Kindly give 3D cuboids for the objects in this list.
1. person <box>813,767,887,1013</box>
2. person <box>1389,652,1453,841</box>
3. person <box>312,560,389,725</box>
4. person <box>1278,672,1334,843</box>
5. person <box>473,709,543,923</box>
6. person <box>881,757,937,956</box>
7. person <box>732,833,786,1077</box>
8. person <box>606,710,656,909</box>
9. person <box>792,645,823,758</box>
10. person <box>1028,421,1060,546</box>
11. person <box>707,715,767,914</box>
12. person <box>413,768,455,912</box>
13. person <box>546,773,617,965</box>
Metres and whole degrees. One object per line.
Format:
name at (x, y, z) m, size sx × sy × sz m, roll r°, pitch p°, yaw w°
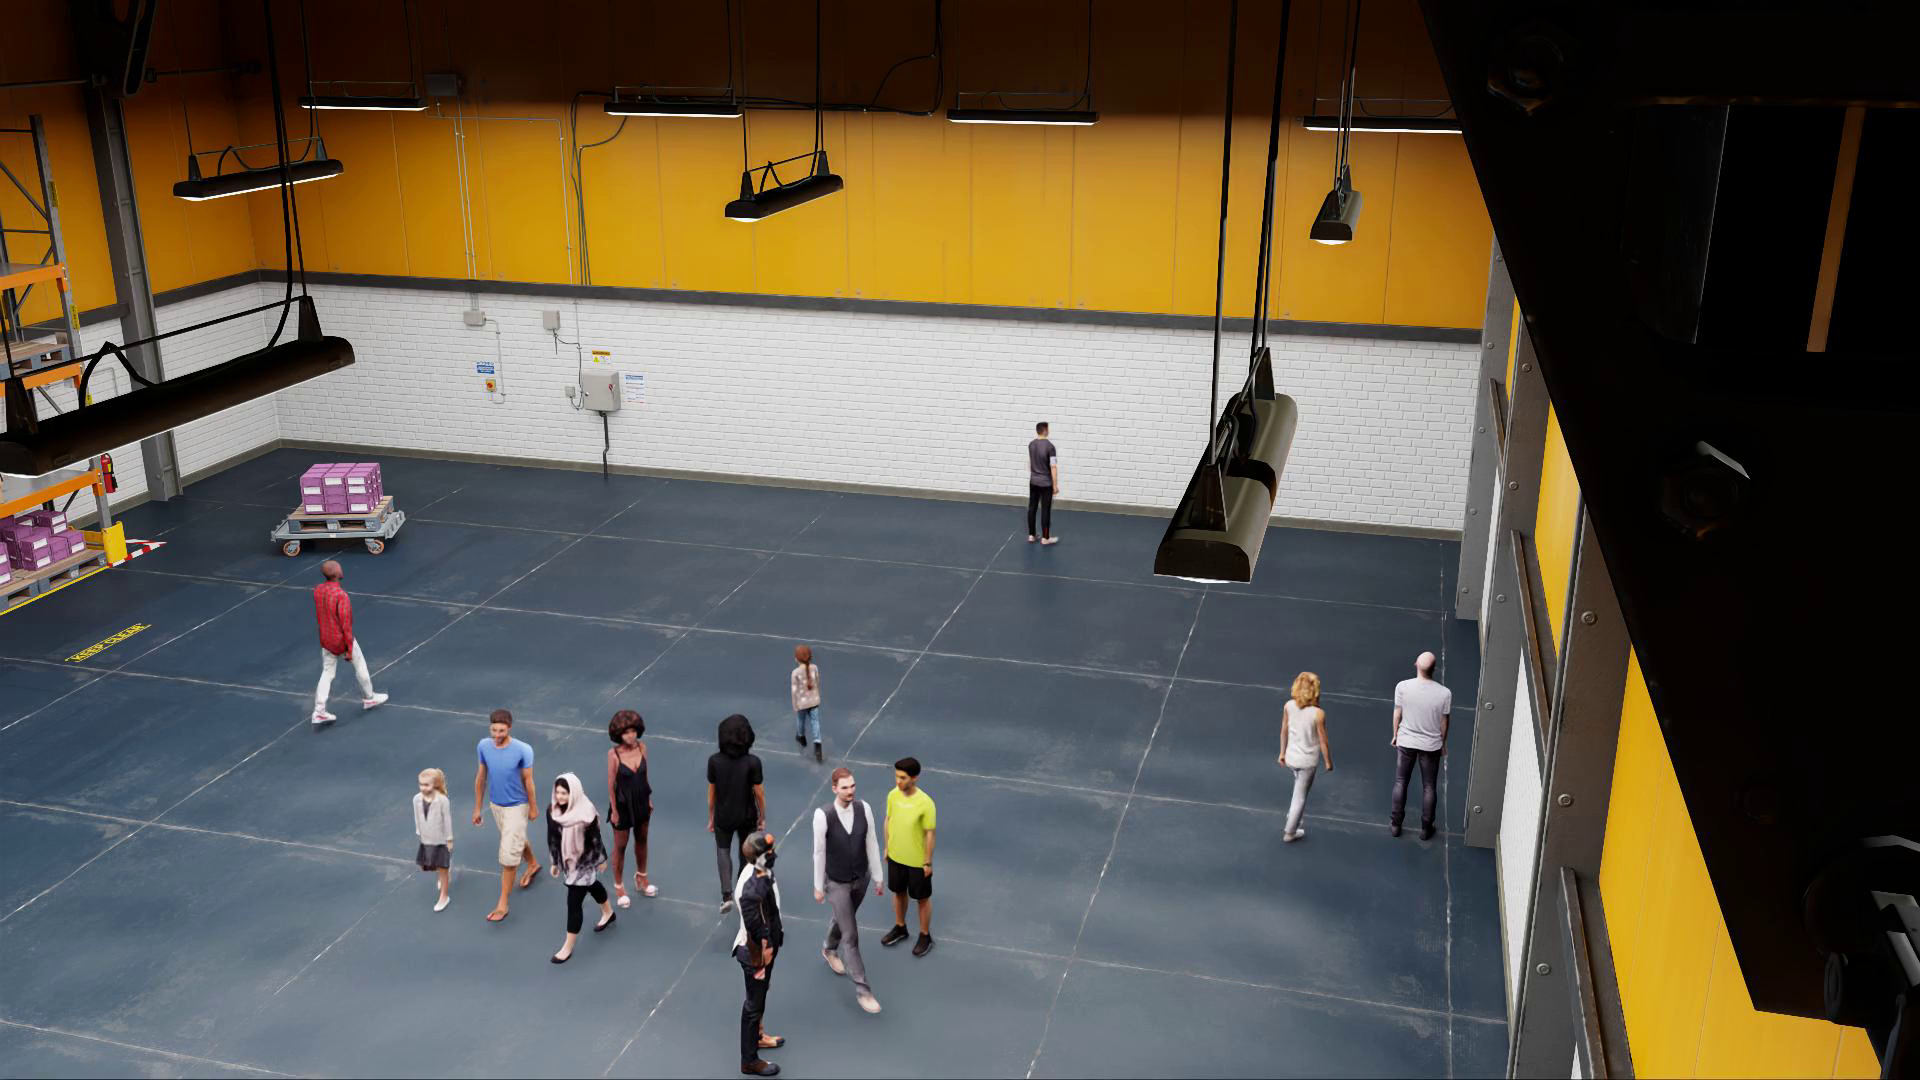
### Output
person at (-0.929, 2.639, 13.064) m, size 1.227 × 1.891 × 1.266 m, roll -11°, pitch 22°, yaw -30°
person at (4.241, 1.891, 15.377) m, size 0.666 × 1.832 × 0.594 m, roll 6°, pitch 20°, yaw 18°
person at (-6.720, 1.110, 17.767) m, size 0.860 × 1.785 × 1.249 m, roll 10°, pitch 21°, yaw 27°
person at (3.096, 2.014, 15.285) m, size 0.768 × 1.657 × 0.719 m, roll -13°, pitch 23°, yaw -35°
person at (-3.834, 2.252, 14.317) m, size 0.671 × 1.823 × 1.199 m, roll 5°, pitch 19°, yaw 15°
person at (-0.410, 2.553, 13.603) m, size 0.682 × 1.709 × 0.638 m, roll 12°, pitch 22°, yaw 31°
person at (-1.470, 2.969, 12.086) m, size 0.778 × 1.889 × 0.599 m, roll 1°, pitch 19°, yaw 2°
person at (-2.830, 2.285, 14.274) m, size 0.626 × 1.788 × 0.717 m, roll -17°, pitch 25°, yaw -40°
person at (-1.546, 1.667, 17.068) m, size 0.777 × 1.177 × 0.894 m, roll -7°, pitch 20°, yaw -19°
person at (1.146, -0.815, 23.521) m, size 0.714 × 1.763 × 0.686 m, roll 15°, pitch 24°, yaw 38°
person at (-1.906, 2.354, 14.016) m, size 0.765 × 1.823 × 0.858 m, roll 0°, pitch 19°, yaw -1°
person at (-4.496, 2.539, 14.338) m, size 0.513 × 1.267 × 0.654 m, roll 4°, pitch 19°, yaw 12°
person at (-3.080, 2.603, 13.655) m, size 0.767 × 1.582 × 1.119 m, roll 9°, pitch 20°, yaw 24°
